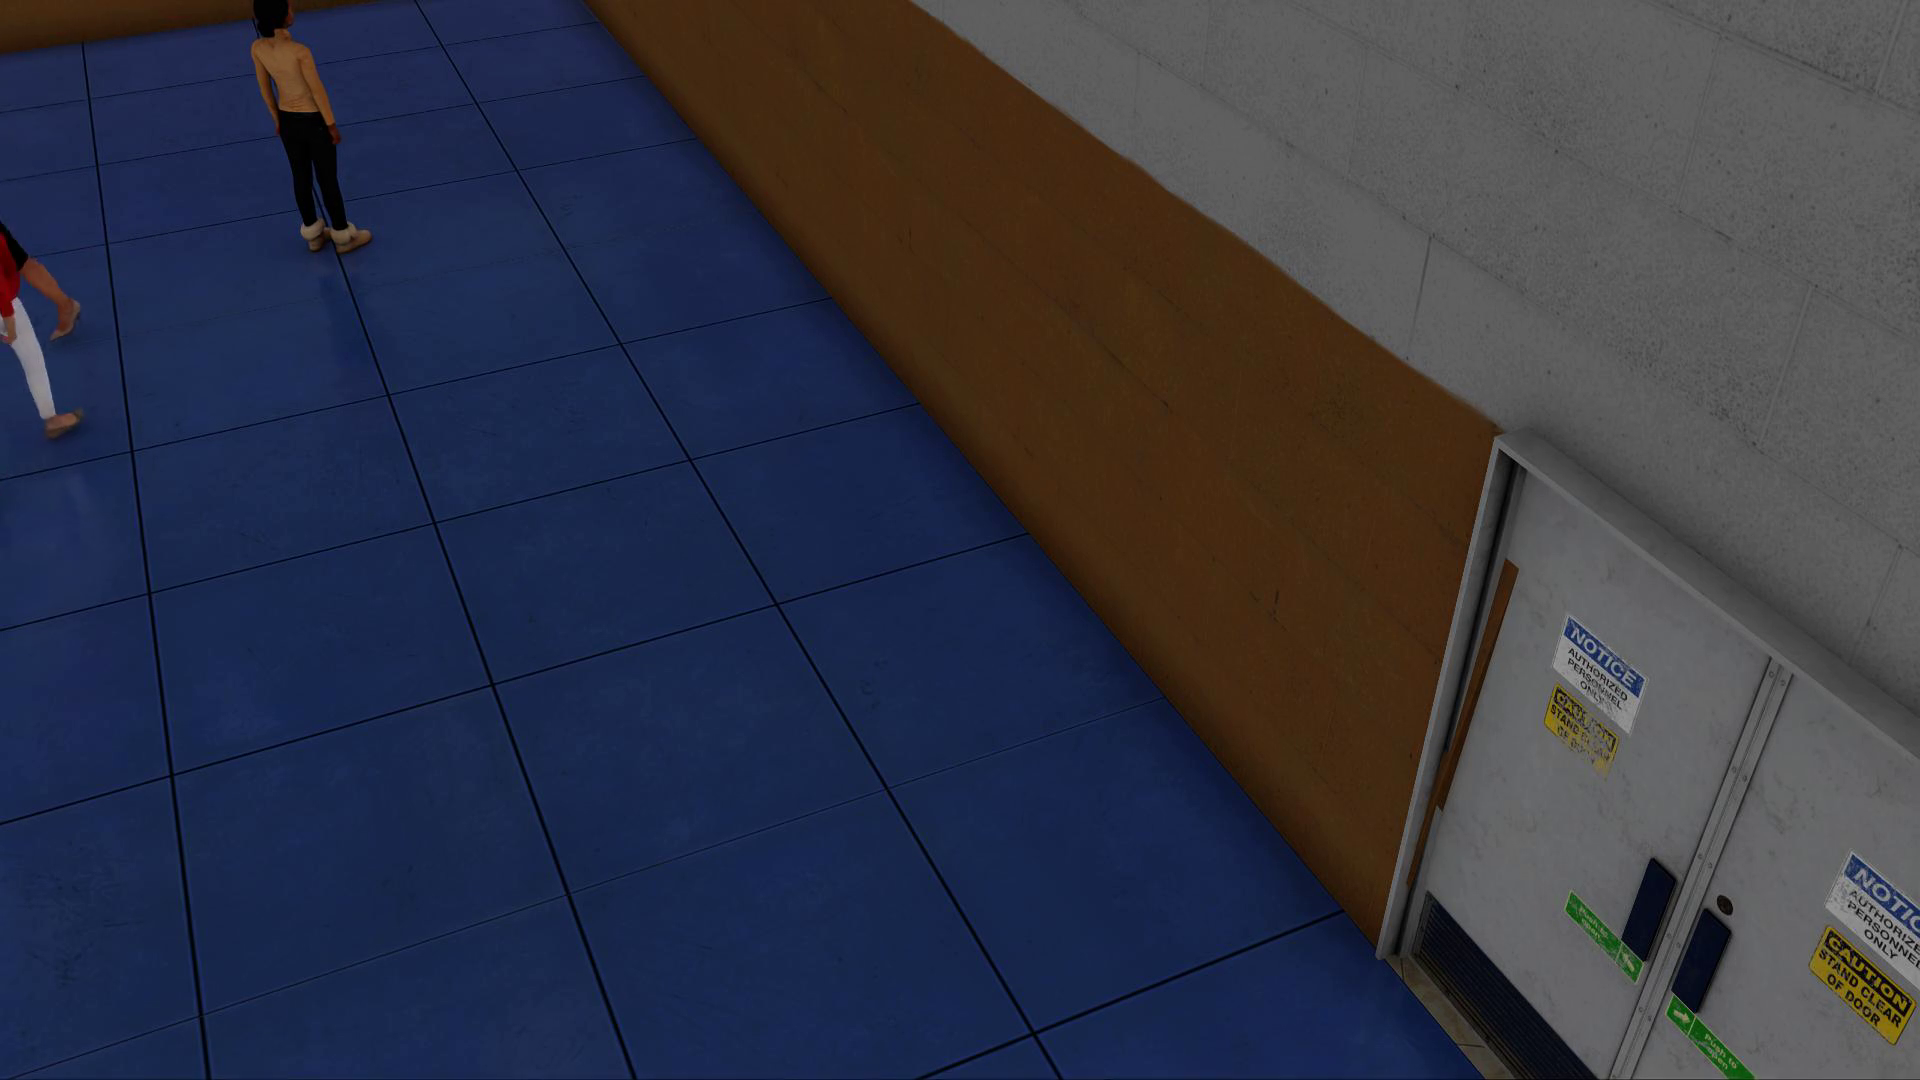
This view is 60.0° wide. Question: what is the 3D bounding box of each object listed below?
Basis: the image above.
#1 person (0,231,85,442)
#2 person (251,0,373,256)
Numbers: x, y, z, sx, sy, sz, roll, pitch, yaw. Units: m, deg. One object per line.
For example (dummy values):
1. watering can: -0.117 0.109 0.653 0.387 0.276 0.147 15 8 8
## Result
1. person: -4.866 -1.058 8.244 1.076 1.664 1.016 5 37 7
2. person: -4.052 -2.567 10.259 0.684 1.659 0.758 9 38 12
